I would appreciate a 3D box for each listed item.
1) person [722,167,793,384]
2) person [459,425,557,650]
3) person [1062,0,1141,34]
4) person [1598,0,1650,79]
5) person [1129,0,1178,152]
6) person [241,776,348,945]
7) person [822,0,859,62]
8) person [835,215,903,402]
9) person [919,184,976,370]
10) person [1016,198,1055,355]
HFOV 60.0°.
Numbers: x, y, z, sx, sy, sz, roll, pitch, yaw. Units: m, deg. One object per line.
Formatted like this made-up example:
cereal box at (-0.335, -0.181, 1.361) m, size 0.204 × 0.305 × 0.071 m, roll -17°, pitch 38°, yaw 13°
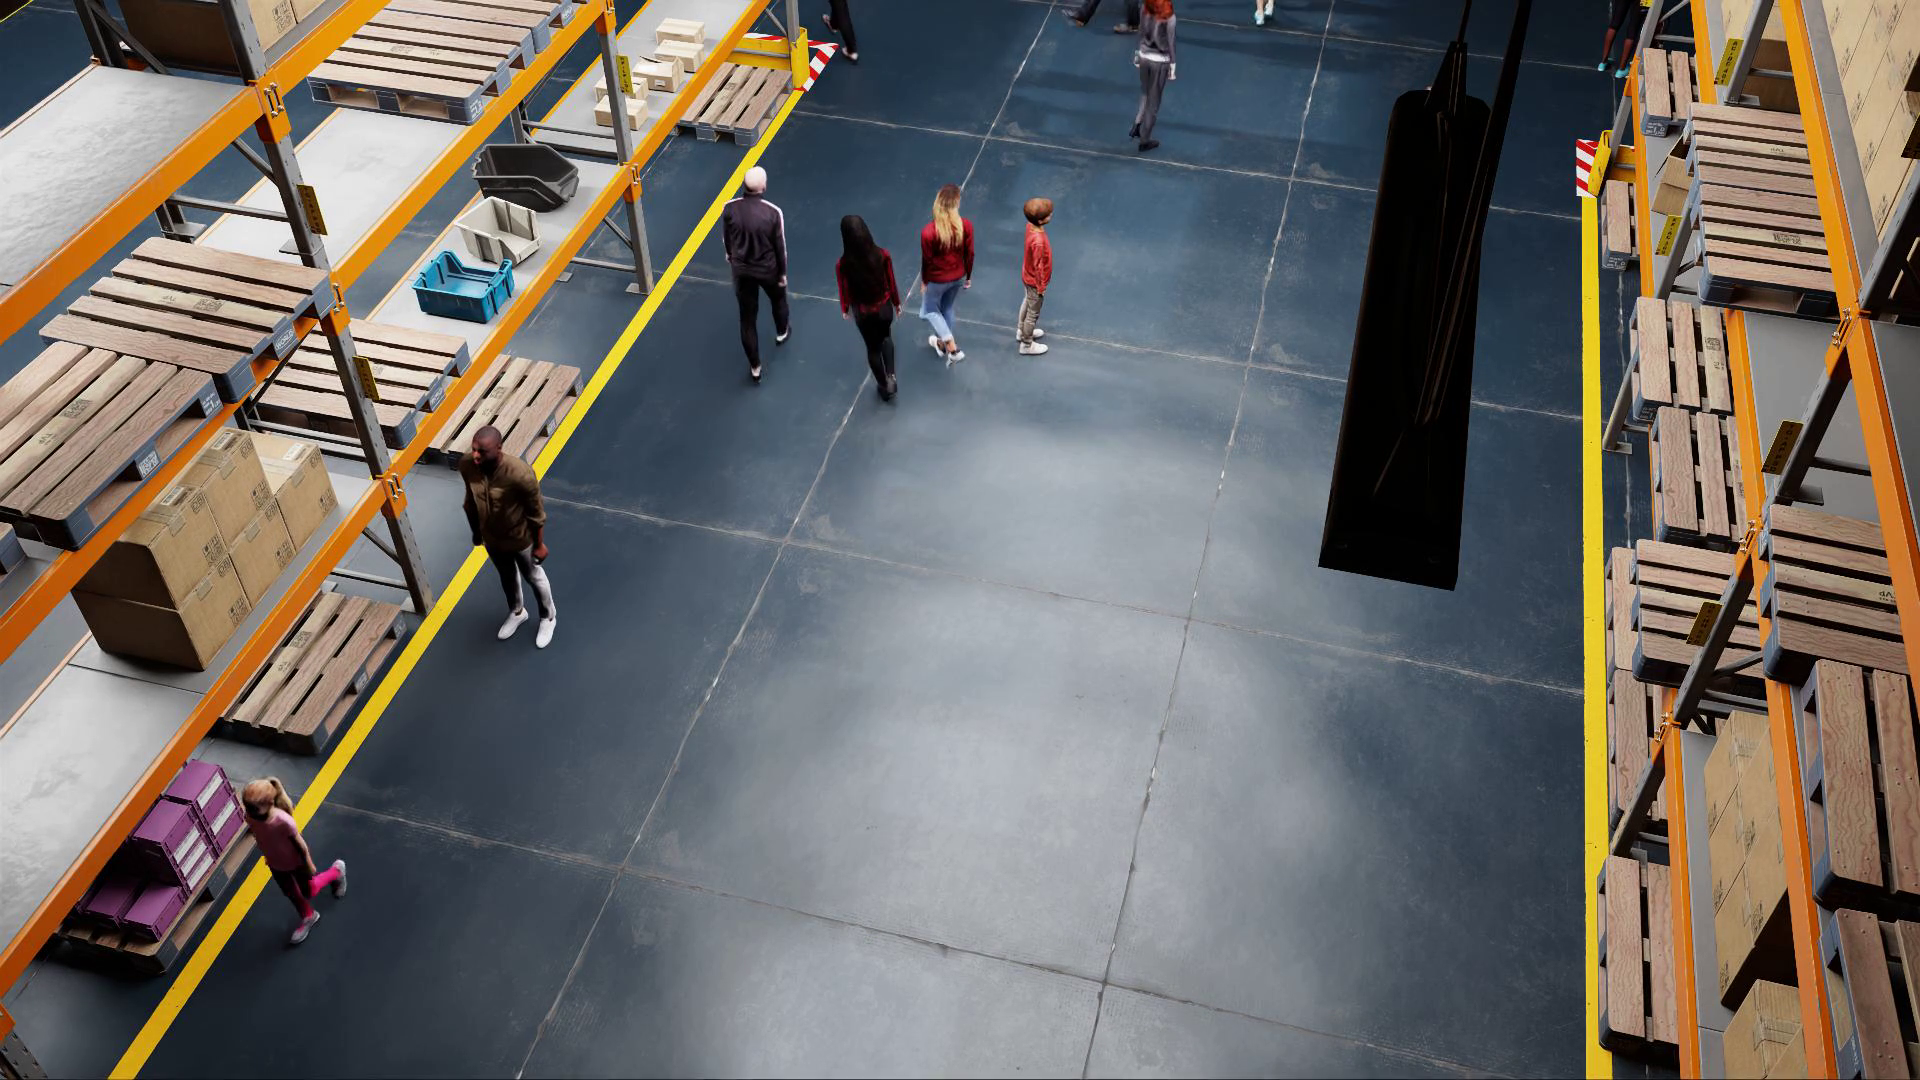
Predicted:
person at (-1.610, -2.026, 13.076) m, size 0.823 × 1.796 × 1.065 m, roll 1°, pitch 44°, yaw 1°
person at (-2.971, -0.048, 10.978) m, size 0.724 × 1.825 × 0.573 m, roll 13°, pitch 45°, yaw 13°
person at (1.760, -6.149, 17.410) m, size 0.949 × 1.788 × 1.108 m, roll -2°, pitch 44°, yaw -2°
person at (6.820, -5.543, 16.819) m, size 0.706 × 1.725 × 0.661 m, roll -28°, pitch 50°, yaw -27°
person at (1.767, -4.443, 15.636) m, size 0.755 × 1.764 × 0.720 m, roll -32°, pitch 52°, yaw -29°
person at (-3.808, 1.762, 9.485) m, size 0.478 × 1.264 × 0.699 m, roll 11°, pitch 45°, yaw 12°
person at (-1.219, -5.701, 17.110) m, size 1.111 × 1.554 × 1.098 m, roll -26°, pitch 49°, yaw -25°
person at (-0.667, -1.717, 12.872) m, size 0.780 × 1.630 × 0.813 m, roll -8°, pitch 44°, yaw -9°
person at (-0.080, -2.042, 13.228) m, size 0.899 × 1.609 × 0.956 m, roll -24°, pitch 49°, yaw -23°
person at (0.600, -2.147, 13.481) m, size 0.641 × 1.414 × 0.525 m, roll -5°, pitch 44°, yaw -6°
